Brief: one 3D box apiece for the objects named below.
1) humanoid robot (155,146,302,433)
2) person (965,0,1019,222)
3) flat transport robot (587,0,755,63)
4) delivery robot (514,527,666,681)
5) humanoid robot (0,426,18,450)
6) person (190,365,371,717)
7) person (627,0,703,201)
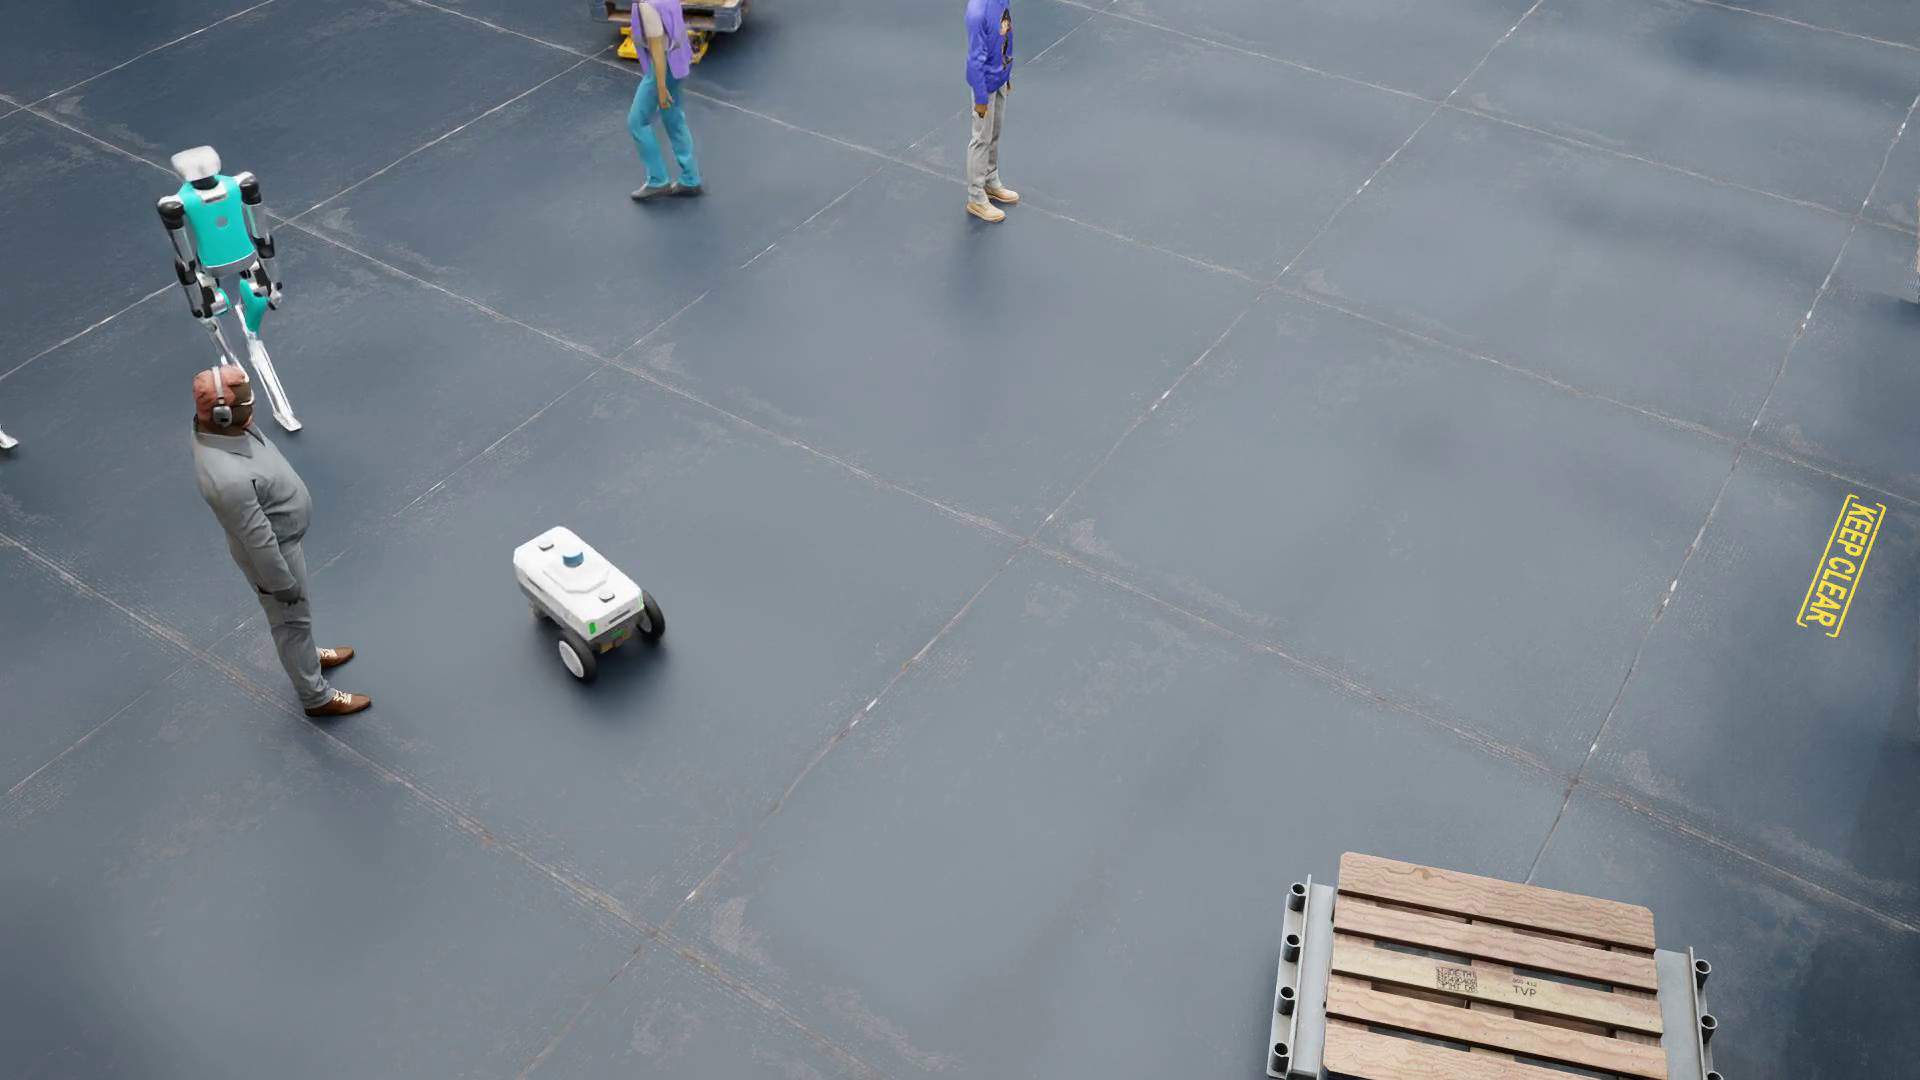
[{"bbox_3d":[-4.163,-1.482,9.372,0.539,1.762,1.030,-30,50,-29],"label":"humanoid robot"},{"bbox_3d":[0.215,-3.015,10.952,0.341,1.872,0.468,17,44,18],"label":"person"},{"bbox_3d":[-2.268,-4.307,13.599,0.659,0.231,1.431,6,42,7],"label":"flat transport robot"},{"bbox_3d":[-1.861,0.269,8.257,0.523,0.586,0.757,-33,51,-32],"label":"delivery robot"},{"bbox_3d":[-5.581,-1.157,8.921,0.742,1.720,0.531,29,49,28],"label":"humanoid robot"},{"bbox_3d":[-3.104,0.016,7.537,0.413,1.904,0.639,-18,45,-19],"label":"person"},{"bbox_3d":[-2.079,-3.135,11.131,0.643,1.809,0.621,2,42,2],"label":"person"}]
